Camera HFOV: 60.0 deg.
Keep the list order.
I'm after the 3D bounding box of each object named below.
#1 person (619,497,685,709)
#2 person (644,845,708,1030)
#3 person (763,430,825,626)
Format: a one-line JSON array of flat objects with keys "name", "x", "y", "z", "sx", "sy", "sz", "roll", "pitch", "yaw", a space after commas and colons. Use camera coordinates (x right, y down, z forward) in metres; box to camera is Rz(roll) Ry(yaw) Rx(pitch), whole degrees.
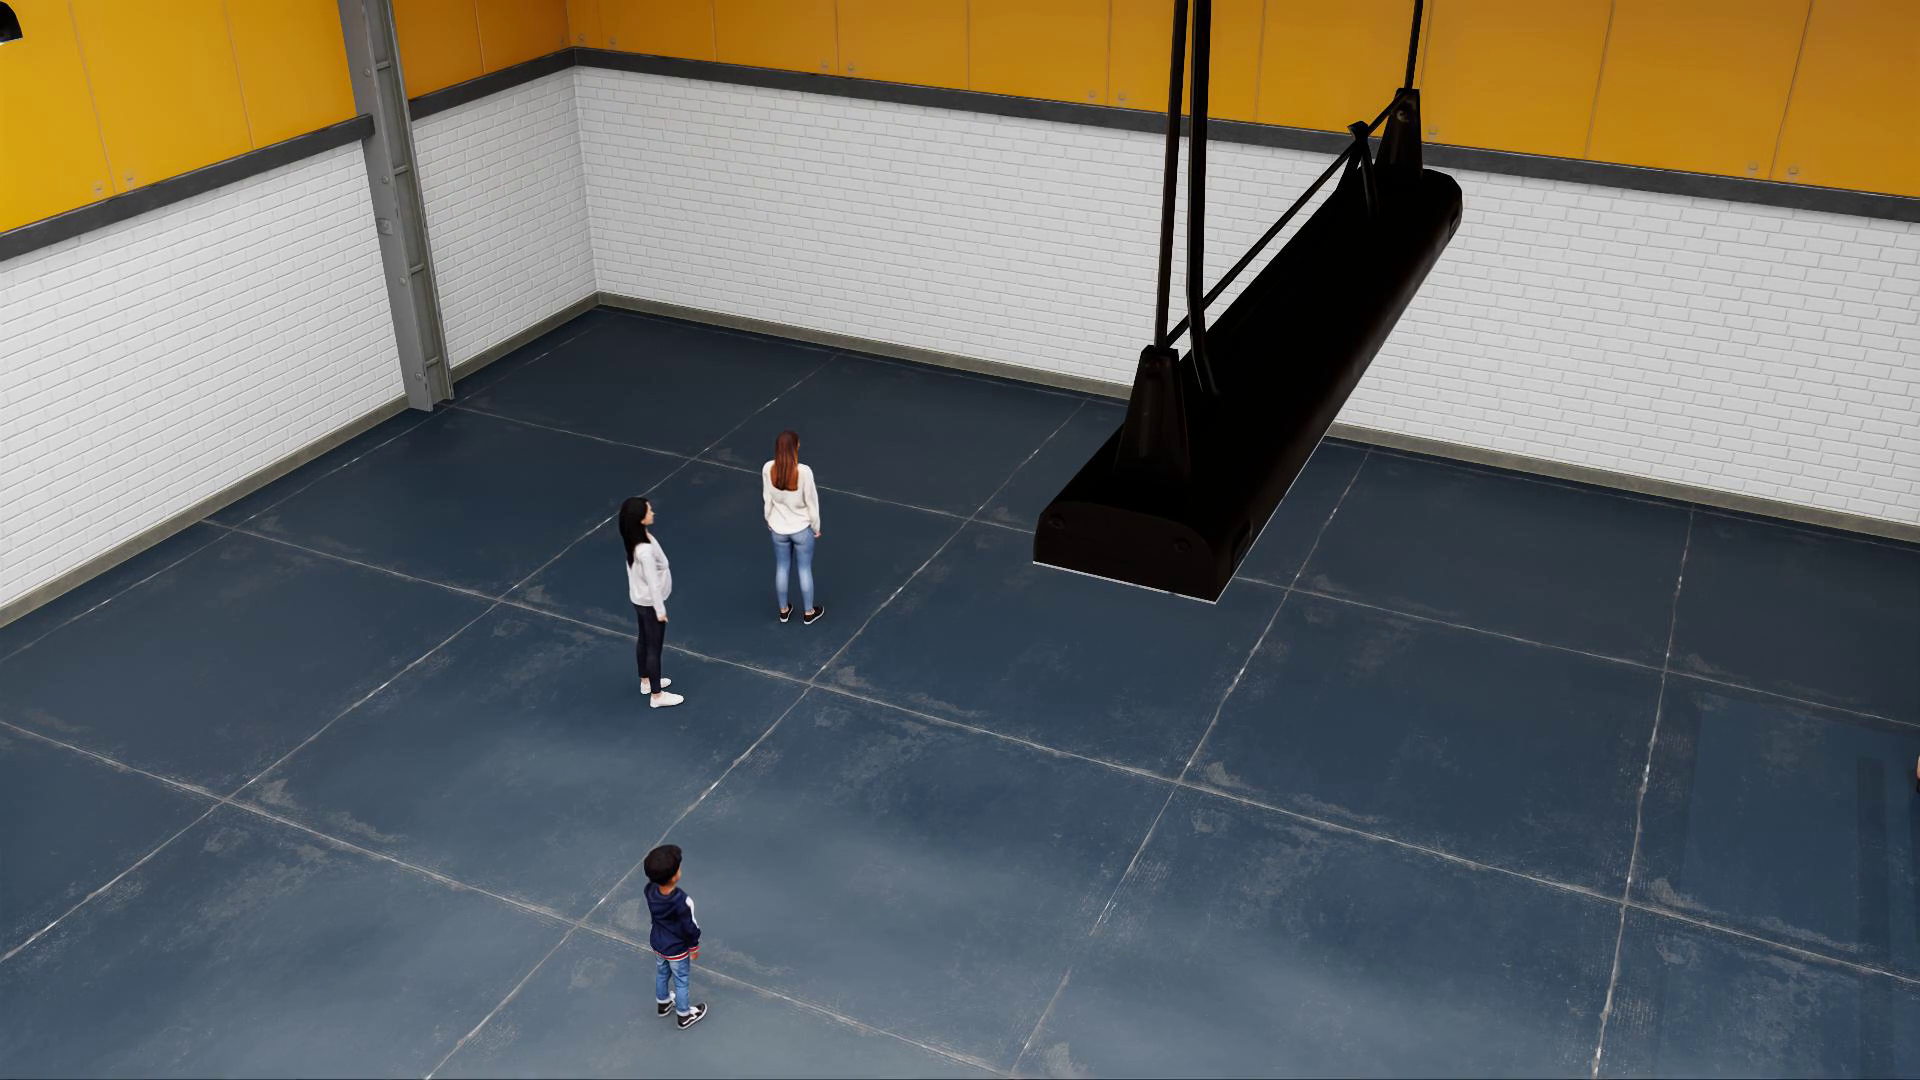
[{"name": "person", "x": -2.316, "y": 0.443, "z": 12.313, "sx": 0.747, "sy": 1.700, "sz": 0.710, "roll": -14, "pitch": 31, "yaw": -23}, {"name": "person", "x": -1.652, "y": 2.256, "z": 9.487, "sx": 0.541, "sy": 1.222, "sz": 0.516, "roll": 19, "pitch": 34, "yaw": 31}, {"name": "person", "x": -1.339, "y": -0.102, "z": 13.320, "sx": 0.648, "sy": 1.692, "sz": 0.594, "roll": 8, "pitch": 30, "yaw": 14}]
